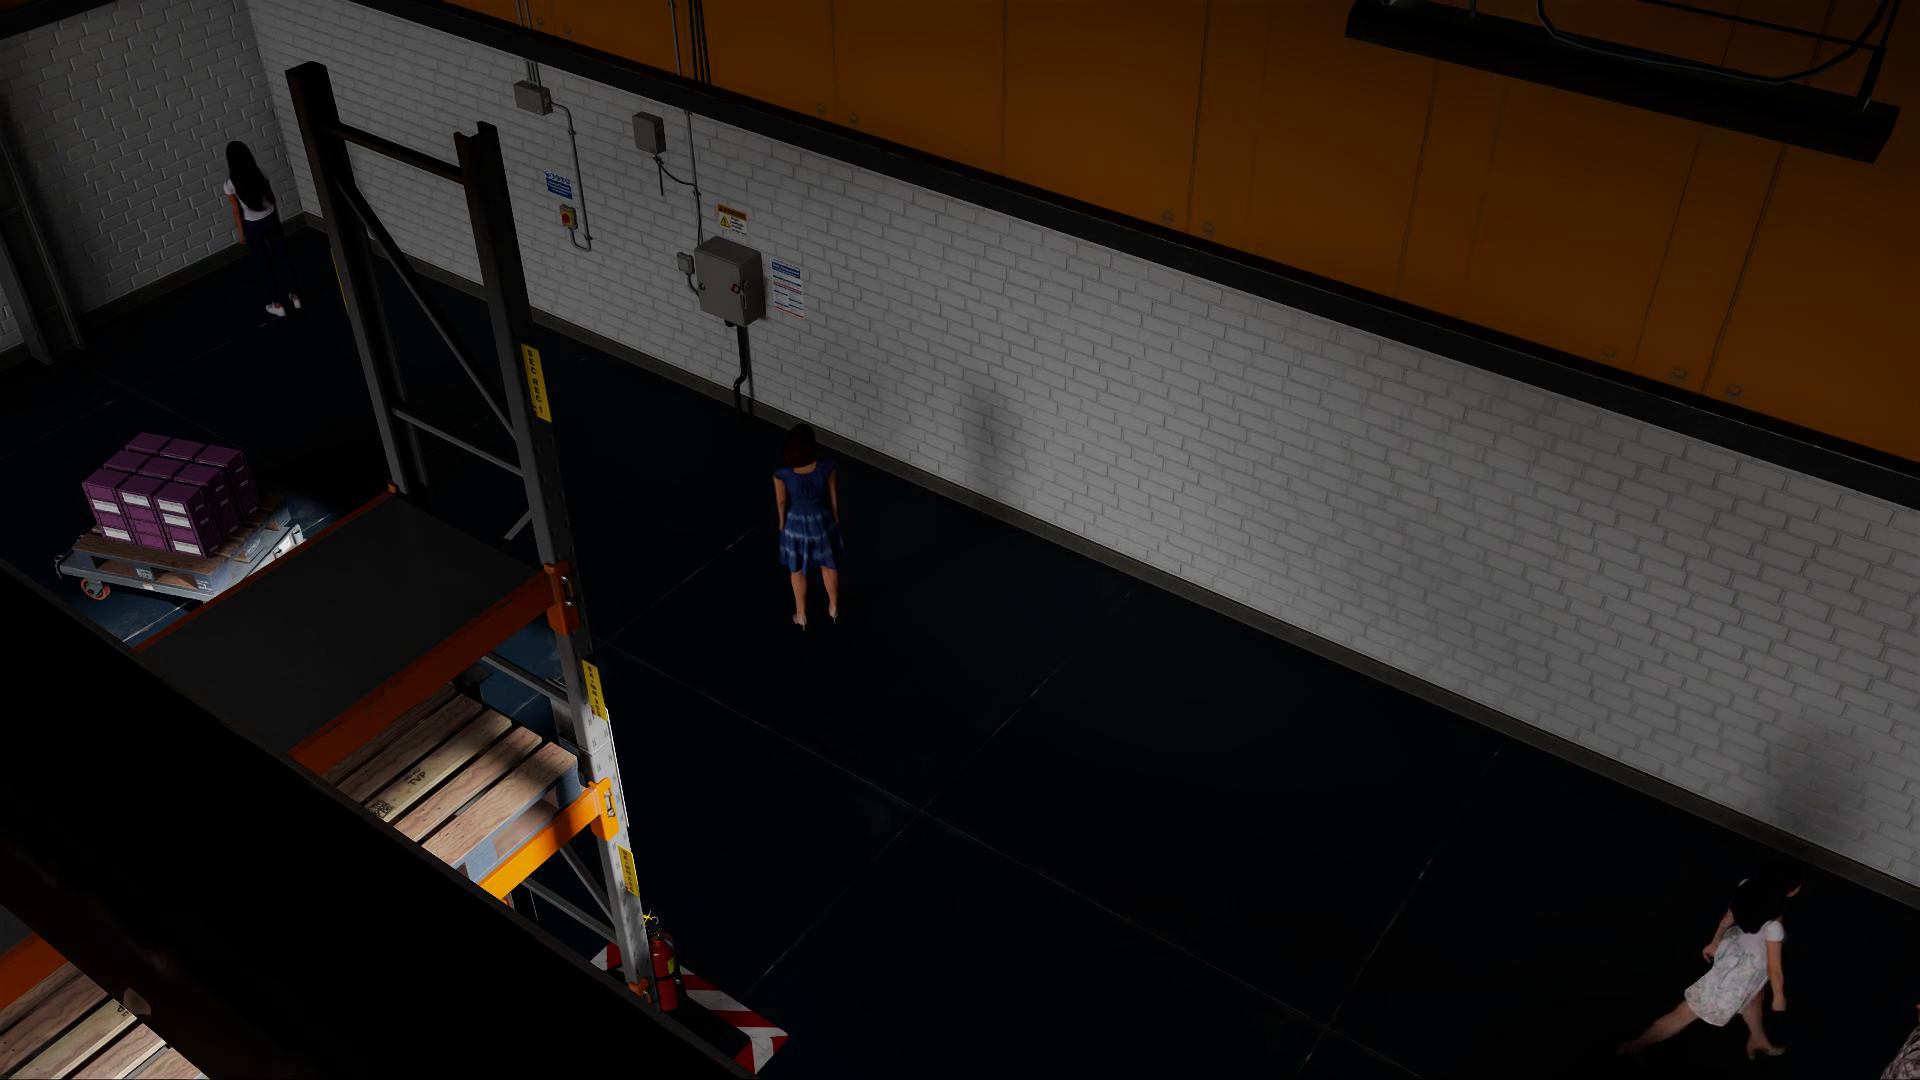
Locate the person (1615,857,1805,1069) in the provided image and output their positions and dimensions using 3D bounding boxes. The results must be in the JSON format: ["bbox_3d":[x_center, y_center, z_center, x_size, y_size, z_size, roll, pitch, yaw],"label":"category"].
[{"bbox_3d":[4.172,2.411,9.161,1.108,1.712,1.218,2,39,2],"label":"person"}]

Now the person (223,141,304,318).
[{"bbox_3d":[-6.644,-2.967,15.846,0.506,1.775,0.683,-32,48,-33],"label":"person"}]

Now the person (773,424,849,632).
[{"bbox_3d":[-1.104,-0.085,12.211,0.725,1.808,0.813,-10,40,-13],"label":"person"}]
